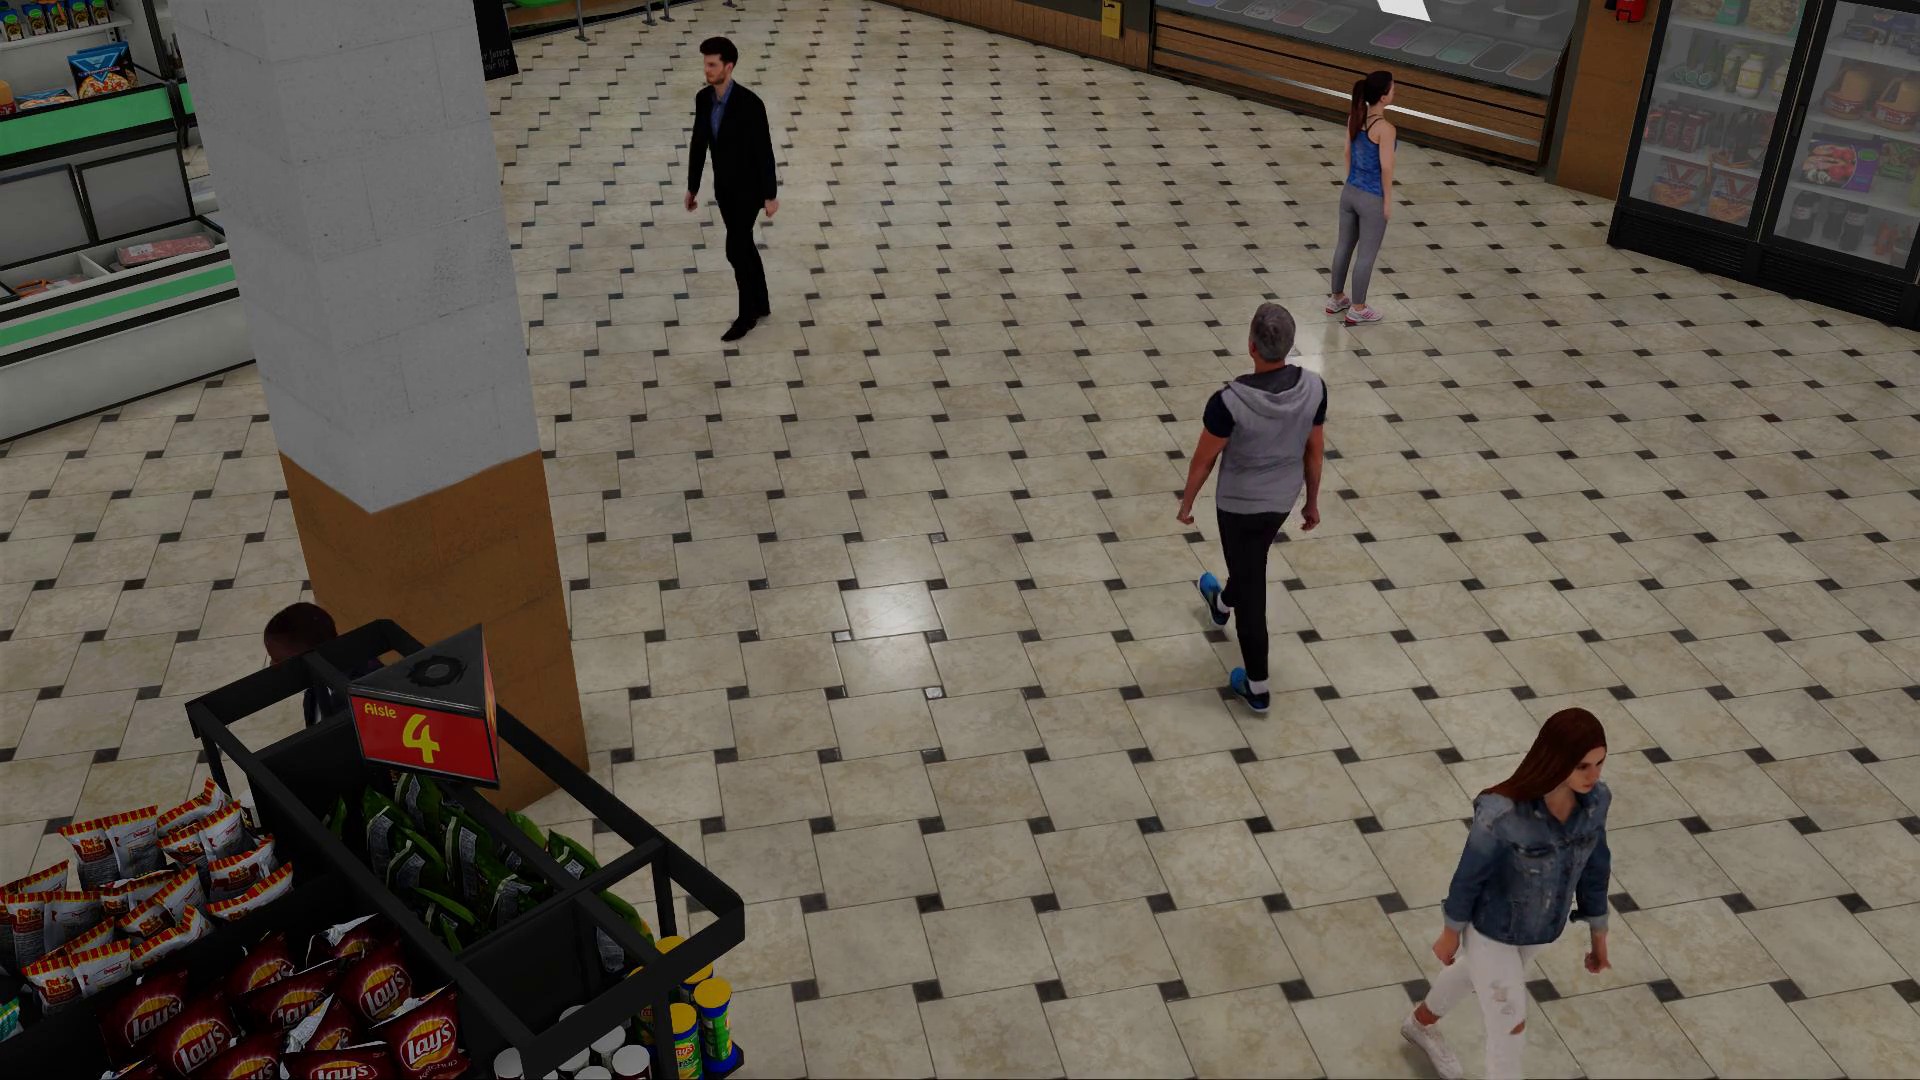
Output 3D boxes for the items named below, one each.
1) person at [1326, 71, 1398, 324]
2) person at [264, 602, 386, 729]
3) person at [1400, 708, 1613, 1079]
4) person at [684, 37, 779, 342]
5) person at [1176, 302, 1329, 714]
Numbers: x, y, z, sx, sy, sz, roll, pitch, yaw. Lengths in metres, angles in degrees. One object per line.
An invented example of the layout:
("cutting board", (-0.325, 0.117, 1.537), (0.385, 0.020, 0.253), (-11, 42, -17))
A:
("person", (2.572, -2.176, 10.561), (0.622, 1.610, 0.617), (-17, 36, -25))
("person", (-1.785, 0.934, 5.391), (0.795, 1.793, 0.813), (-15, 35, -22))
("person", (1.651, 1.154, 5.169), (1.115, 1.653, 0.953), (-13, 34, -20))
("person", (-1.321, -2.219, 10.387), (0.707, 1.868, 0.773), (26, 40, 35))
("person", (1.296, -0.073, 7.013), (1.165, 1.788, 1.069), (-11, 34, -17))
